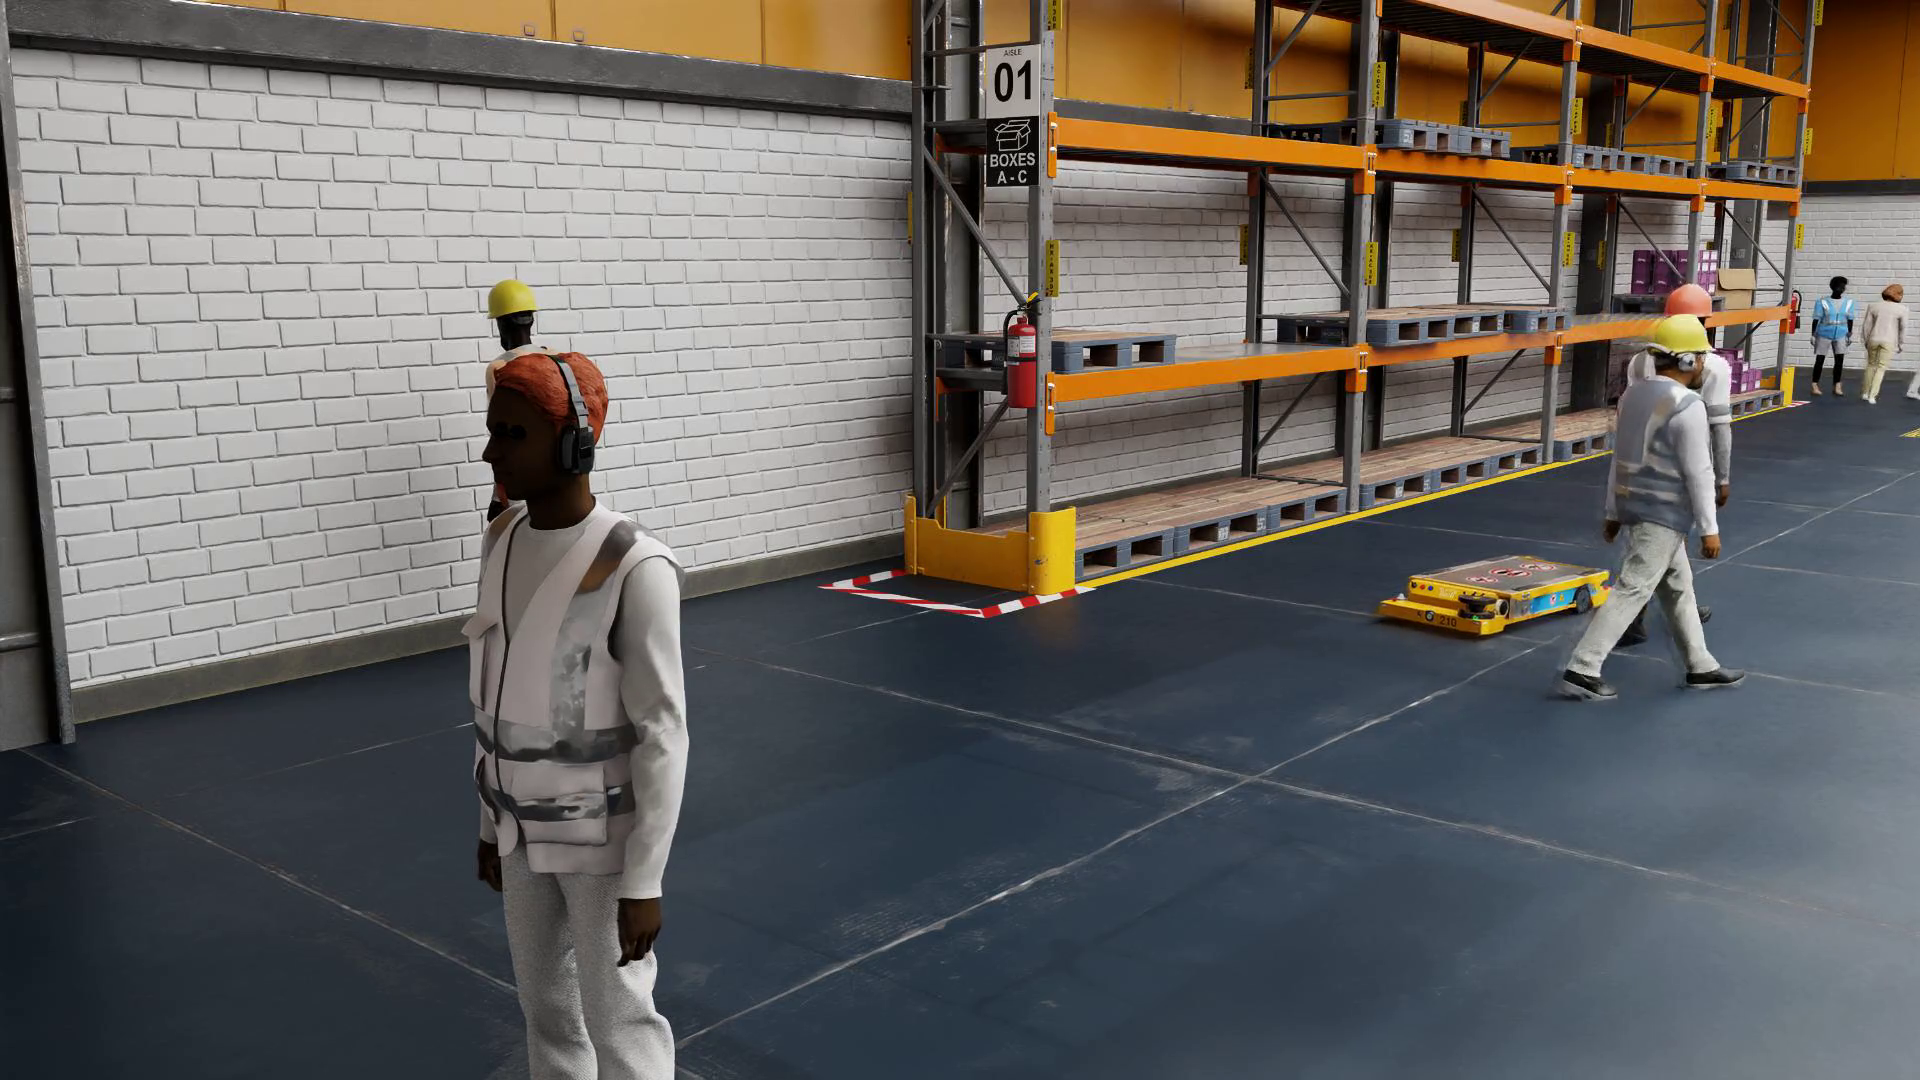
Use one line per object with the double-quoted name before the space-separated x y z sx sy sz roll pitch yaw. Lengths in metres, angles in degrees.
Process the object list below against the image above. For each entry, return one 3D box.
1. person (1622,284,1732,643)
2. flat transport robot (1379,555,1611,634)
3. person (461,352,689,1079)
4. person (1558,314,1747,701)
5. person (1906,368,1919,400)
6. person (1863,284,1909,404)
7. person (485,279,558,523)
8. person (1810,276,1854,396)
"person" 3.789 -0.409 8.842 1.007 1.892 0.557 -7 12 -37
"flat transport robot" 3.089 0.291 9.461 1.431 0.197 0.652 -8 13 -39
"person" -0.757 0.583 3.216 0.572 1.883 0.356 9 13 41
"person" 3.205 -0.141 7.633 0.965 1.784 0.609 -1 10 -4
"person" 13.339 -2.670 22.551 0.853 1.594 0.519 1 10 6
"person" 12.369 -2.619 22.262 0.647 1.594 0.527 -10 14 -44
"person" -2.107 -0.291 8.066 0.378 1.922 0.593 3 10 18
"person" 12.267 -2.870 23.418 0.553 1.685 0.339 1 10 8
